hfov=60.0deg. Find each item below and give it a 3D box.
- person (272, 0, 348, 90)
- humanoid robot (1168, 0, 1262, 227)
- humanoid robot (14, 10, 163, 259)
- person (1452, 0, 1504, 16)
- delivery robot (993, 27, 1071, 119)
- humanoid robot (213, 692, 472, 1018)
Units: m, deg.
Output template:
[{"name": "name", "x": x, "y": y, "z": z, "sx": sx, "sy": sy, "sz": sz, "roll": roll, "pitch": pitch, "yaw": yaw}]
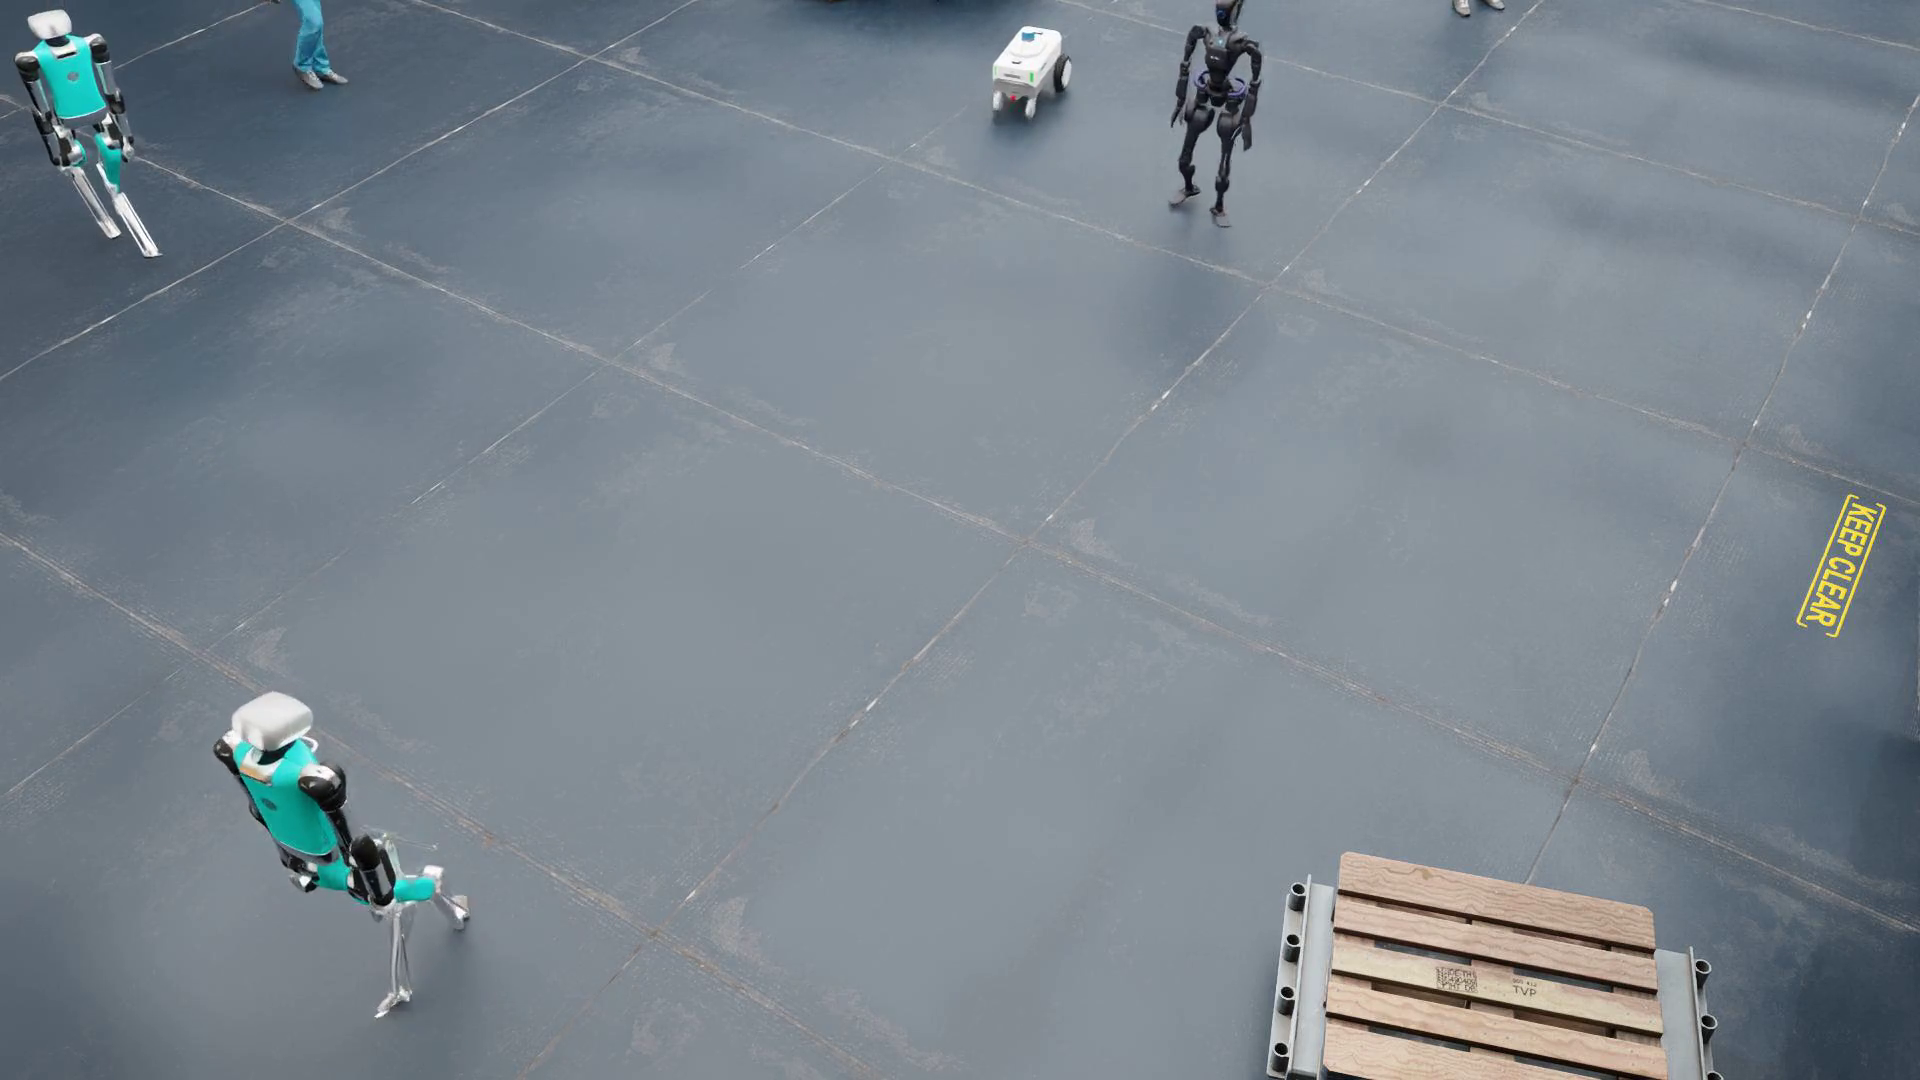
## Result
[{"name": "person", "x": -4.926, "y": -4.230, "z": 12.345, "sx": 0.465, "sy": 1.830, "sz": 0.560, "roll": 12, "pitch": 43, "yaw": 13}, {"name": "humanoid robot", "x": 1.689, "y": -2.857, "z": 10.924, "sx": 0.588, "sy": 1.642, "sz": 0.405, "roll": 19, "pitch": 45, "yaw": 20}, {"name": "humanoid robot", "x": -5.569, "y": -2.572, "z": 10.563, "sx": 0.546, "sy": 1.730, "sz": 1.025, "roll": -31, "pitch": 50, "yaw": -30}, {"name": "person", "x": 4.328, "y": -5.204, "z": 13.376, "sx": 0.568, "sy": 1.902, "sz": 0.414, "roll": -14, "pitch": 44, "yaw": -15}, {"name": "delivery robot", "x": 0.516, "y": -3.581, "z": 12.585, "sx": 0.499, "sy": 0.611, "sz": 0.809, "roll": 14, "pitch": 44, "yaw": 15}, {"name": "humanoid robot", "x": -2.250, "y": 1.121, "z": 6.483, "sx": 0.561, "sy": 1.845, "sz": 0.811, "roll": 19, "pitch": 45, "yaw": 20}]
